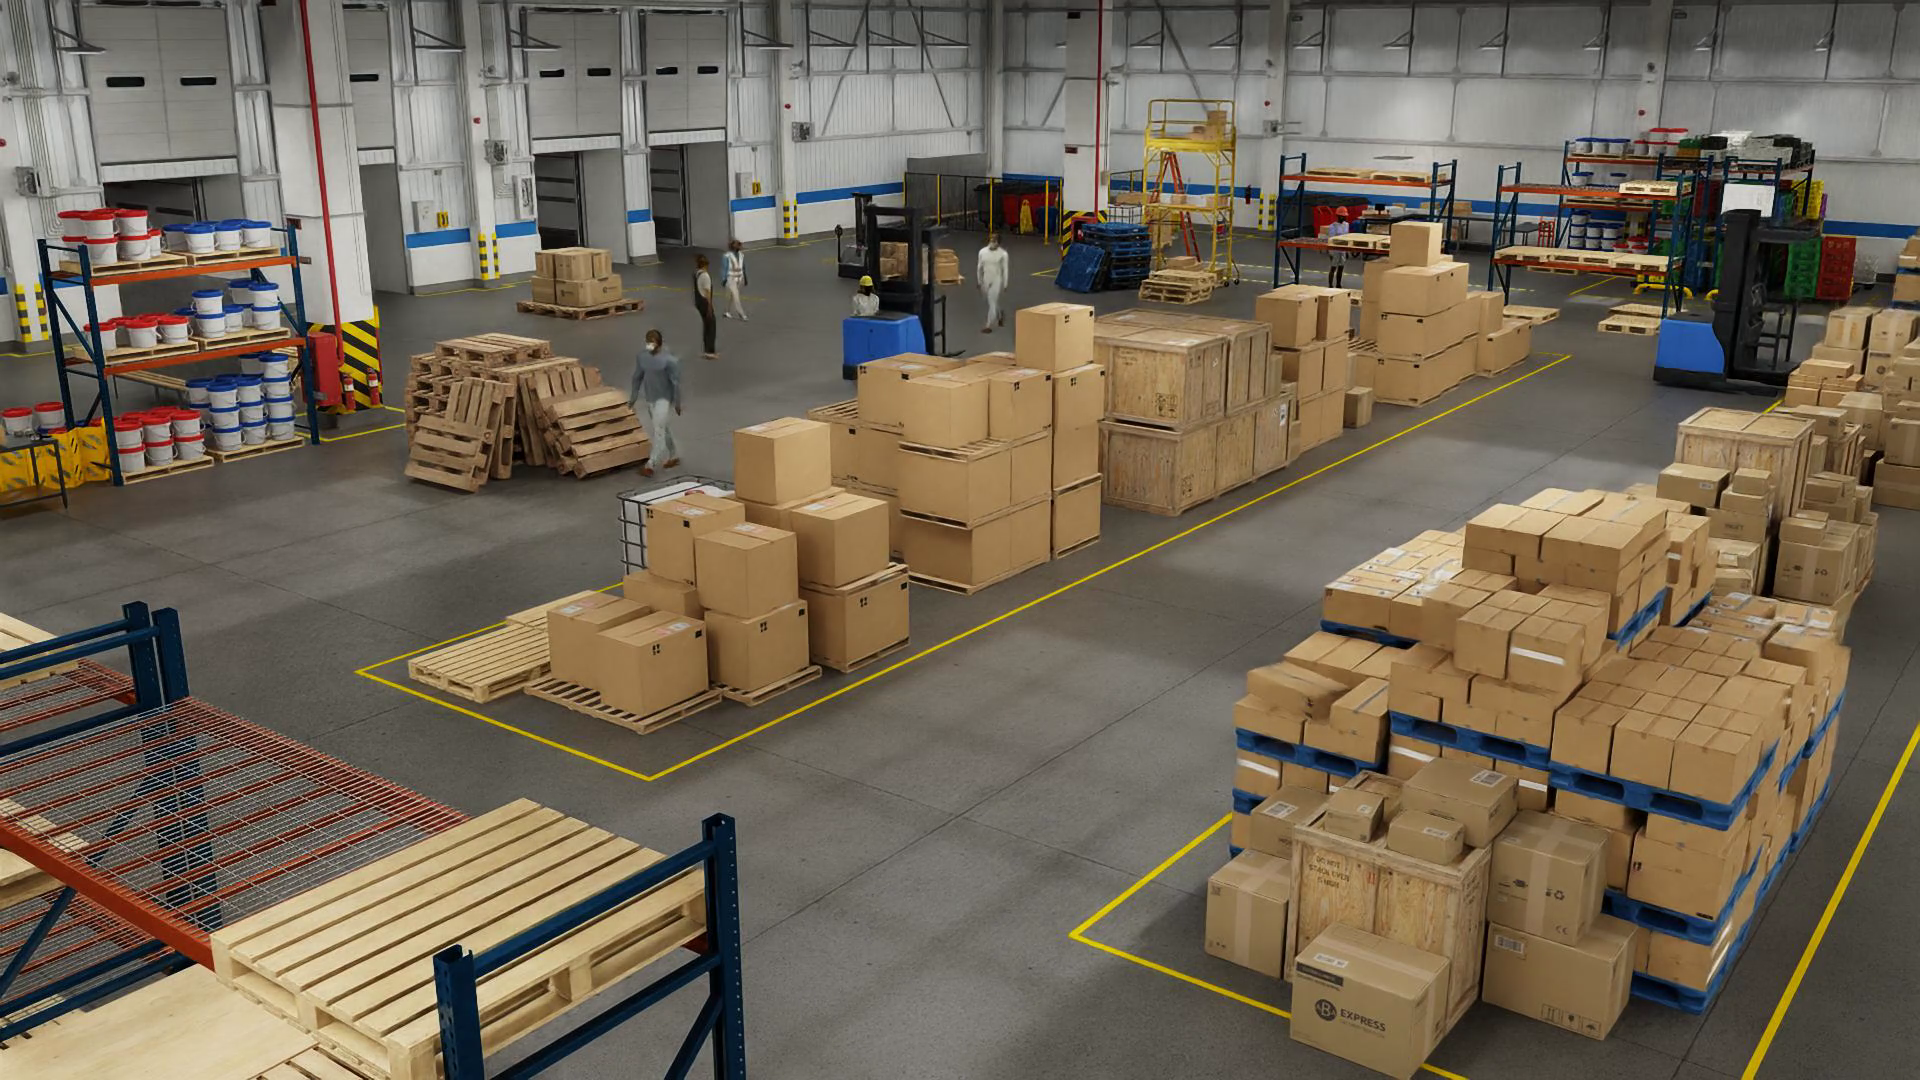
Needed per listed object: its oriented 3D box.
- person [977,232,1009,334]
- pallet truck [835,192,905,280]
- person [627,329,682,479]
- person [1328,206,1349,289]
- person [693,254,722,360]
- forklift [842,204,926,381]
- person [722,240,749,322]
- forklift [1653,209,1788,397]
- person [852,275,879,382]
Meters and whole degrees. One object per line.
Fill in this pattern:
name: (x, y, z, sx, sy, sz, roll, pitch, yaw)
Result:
person: (0.667, -4.921, 31.720, 0.654, 1.915, 0.742, 9, 19, 28)
pallet truck: (-1.936, -7.159, 38.982, 1.885, 1.965, 0.823, -12, 21, -34)
person: (-3.904, -1.766, 21.327, 0.653, 1.881, 1.037, 11, 20, 31)
person: (8.274, -6.306, 36.287, 0.544, 1.932, 0.375, -10, 20, -31)
person: (-4.402, -4.075, 29.078, 0.465, 1.814, 0.556, -11, 20, -31)
forklift: (-1.076, -4.080, 27.285, 1.129, 2.768, 1.873, 8, 18, 24)
person: (-4.501, -5.187, 33.152, 0.874, 1.589, 0.523, 14, 22, 39)
forklift: (12.271, -3.827, 26.446, 1.873, 2.768, 1.129, 12, 21, 35)
person: (-1.516, -3.435, 27.085, 0.484, 1.744, 0.295, -9, 19, -28)
